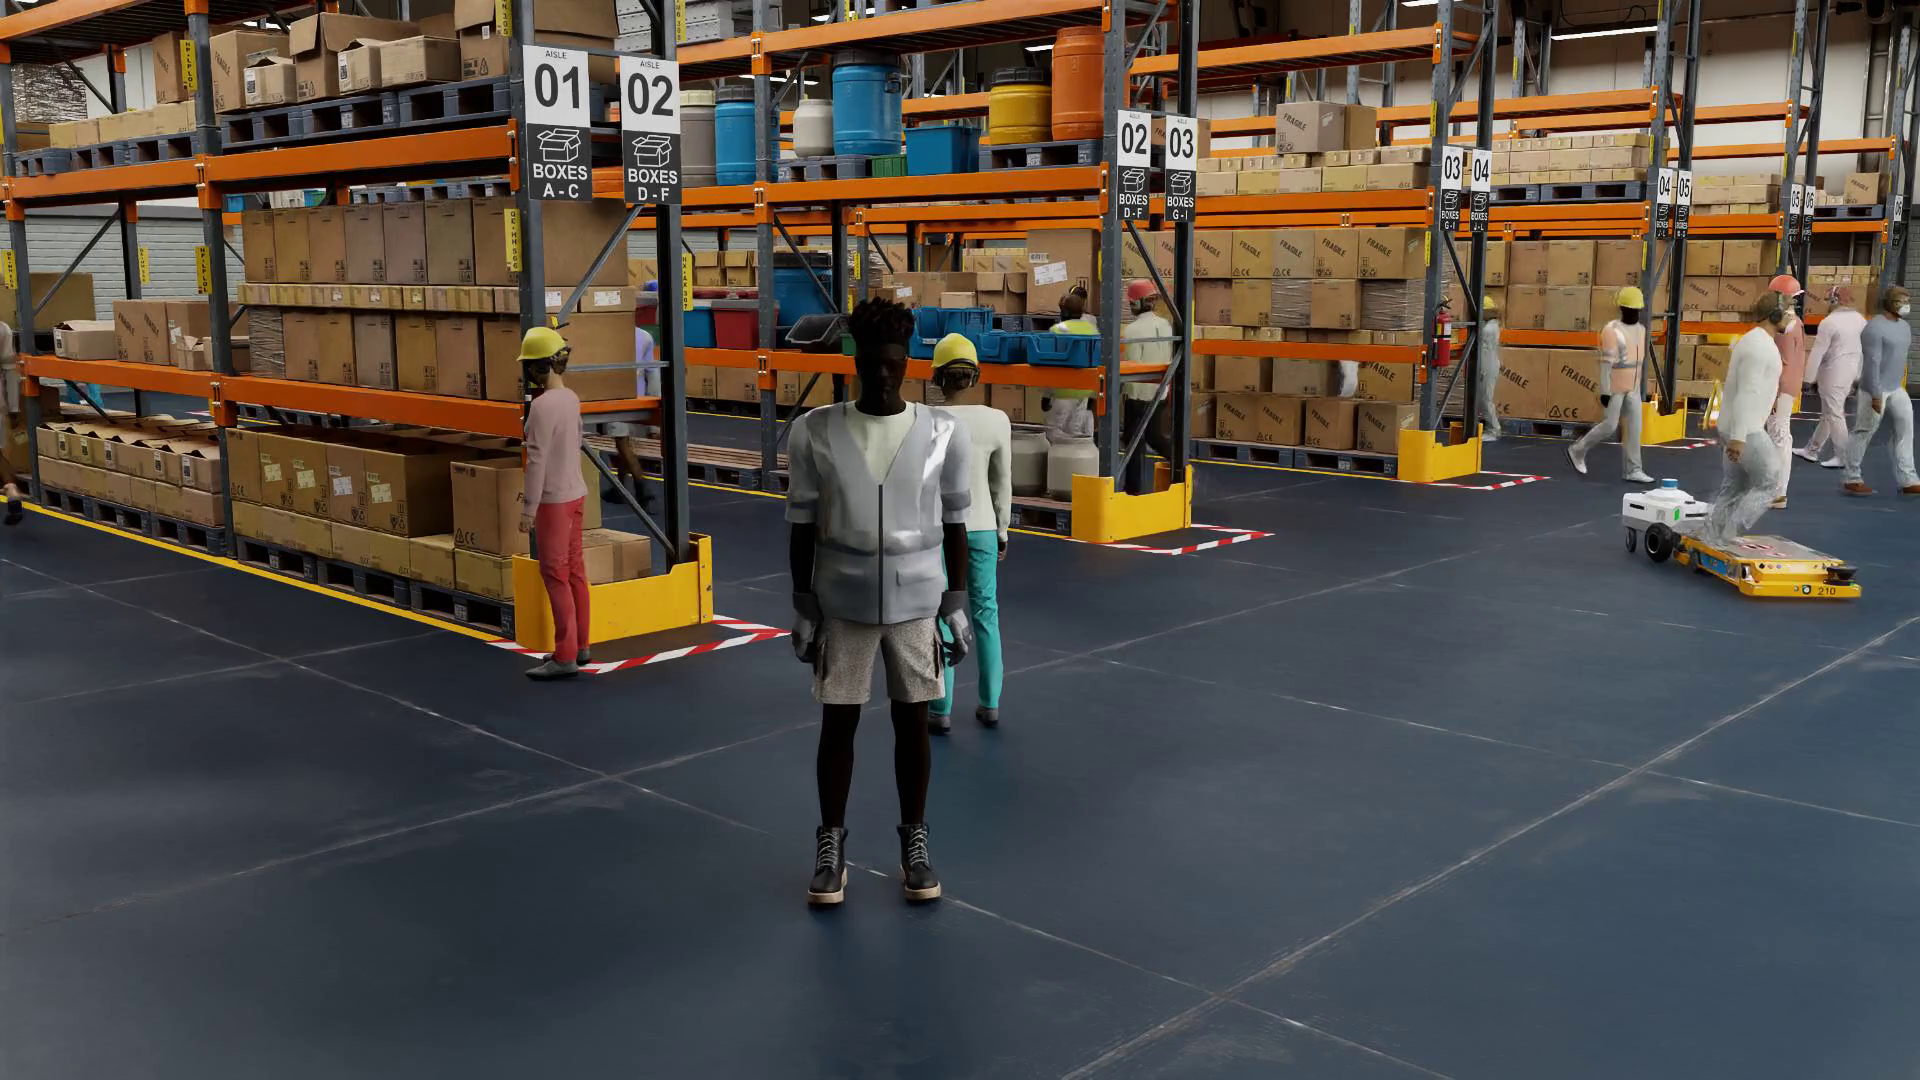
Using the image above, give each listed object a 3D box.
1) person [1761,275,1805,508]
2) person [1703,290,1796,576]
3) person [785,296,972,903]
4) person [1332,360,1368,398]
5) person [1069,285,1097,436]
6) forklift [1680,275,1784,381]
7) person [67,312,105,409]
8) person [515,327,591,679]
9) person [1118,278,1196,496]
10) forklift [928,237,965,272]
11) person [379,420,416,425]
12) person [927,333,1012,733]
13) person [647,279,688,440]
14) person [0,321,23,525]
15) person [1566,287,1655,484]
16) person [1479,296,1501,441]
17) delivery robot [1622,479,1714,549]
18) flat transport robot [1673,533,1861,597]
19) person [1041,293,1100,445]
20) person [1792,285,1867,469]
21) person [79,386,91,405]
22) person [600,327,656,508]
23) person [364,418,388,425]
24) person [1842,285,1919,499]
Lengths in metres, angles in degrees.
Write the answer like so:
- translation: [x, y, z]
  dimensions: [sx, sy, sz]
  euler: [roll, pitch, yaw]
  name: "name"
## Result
- translation: [7.087, -1.286, 14.408]
  dimensions: [0.378, 1.995, 0.609]
  euler: [5, 11, 30]
  name: "person"
- translation: [5.231, -0.695, 11.036]
  dimensions: [0.479, 1.909, 0.653]
  euler: [3, 10, 20]
  name: "person"
- translation: [-0.258, 0.200, 5.388]
  dimensions: [0.608, 1.963, 0.372]
  euler: [-1, 9, -5]
  name: "person"
- translation: [5.053, -2.376, 21.464]
  dimensions: [0.415, 1.870, 0.611]
  euler: [9, 13, 43]
  name: "person"
- translation: [1.264, -1.828, 18.106]
  dimensions: [0.520, 1.873, 0.328]
  euler: [-8, 13, -42]
  name: "person"
- translation: [12.480, -3.427, 27.053]
  dimensions: [1.214, 2.155, 2.313]
  euler: [9, 13, 43]
  name: "forklift"
- translation: [-11.773, -2.465, 22.260]
  dimensions: [0.581, 1.784, 0.967]
  euler: [-8, 12, -41]
  name: "person"
- translation: [-2.067, -0.195, 8.441]
  dimensions: [0.325, 1.762, 0.533]
  euler: [1, 9, 4]
  name: "person"
- translation: [1.675, -1.286, 14.456]
  dimensions: [0.624, 1.971, 0.719]
  euler: [-9, 13, -43]
  name: "person"
- translation: [-0.326, -5.817, 39.609]
  dimensions: [1.129, 2.768, 1.873]
  euler: [9, 13, 43]
  name: "forklift"
- translation: [-4.869, -1.117, 14.508]
  dimensions: [0.381, 1.613, 0.523]
  euler: [6, 11, 31]
  name: "person"
- translation: [-0.023, -0.031, 7.414]
  dimensions: [0.534, 1.767, 0.319]
  euler: [-4, 10, -24]
  name: "person"
- translation: [-3.477, -2.048, 19.301]
  dimensions: [0.629, 1.925, 0.628]
  euler: [8, 12, 41]
  name: "person"
- translation: [-7.610, -1.050, 12.885]
  dimensions: [0.619, 2.026, 0.608]
  euler: [8, 12, 40]
  name: "person"
- translation: [6.362, -1.517, 16.178]
  dimensions: [0.585, 1.892, 0.841]
  euler: [-6, 11, -32]
  name: "person"
- translation: [6.263, -2.034, 19.797]
  dimensions: [0.396, 1.715, 0.504]
  euler: [4, 10, 21]
  name: "person"
- translation: [5.100, -0.199, 11.992]
  dimensions: [0.477, 0.478, 0.707]
  euler: [-2, 9, -10]
  name: "delivery robot"
- translation: [5.300, 0.151, 10.998]
  dimensions: [0.652, 0.197, 1.431]
  euler: [1, 9, 4]
  name: "flat transport robot"
- translation: [1.034, -1.351, 15.323]
  dimensions: [0.648, 1.826, 0.520]
  euler: [-8, 12, -41]
  name: "person"
- translation: [9.004, -1.698, 17.284]
  dimensions: [0.675, 1.882, 0.731]
  euler: [-5, 11, -29]
  name: "person"
- translation: [-13.325, -2.876, 25.257]
  dimensions: [0.280, 1.634, 0.498]
  euler: [-5, 10, -26]
  name: "person"
- translation: [-2.874, -1.222, 14.345]
  dimensions: [0.564, 1.903, 0.973]
  euler: [-8, 12, -40]
  name: "person"
- translation: [-5.635, -1.382, 16.066]
  dimensions: [0.951, 1.639, 0.540]
  euler: [8, 12, 39]
  name: "person"
- translation: [8.313, -1.300, 14.770]
  dimensions: [0.648, 1.897, 0.934]
  euler: [-5, 11, -28]
  name: "person"
